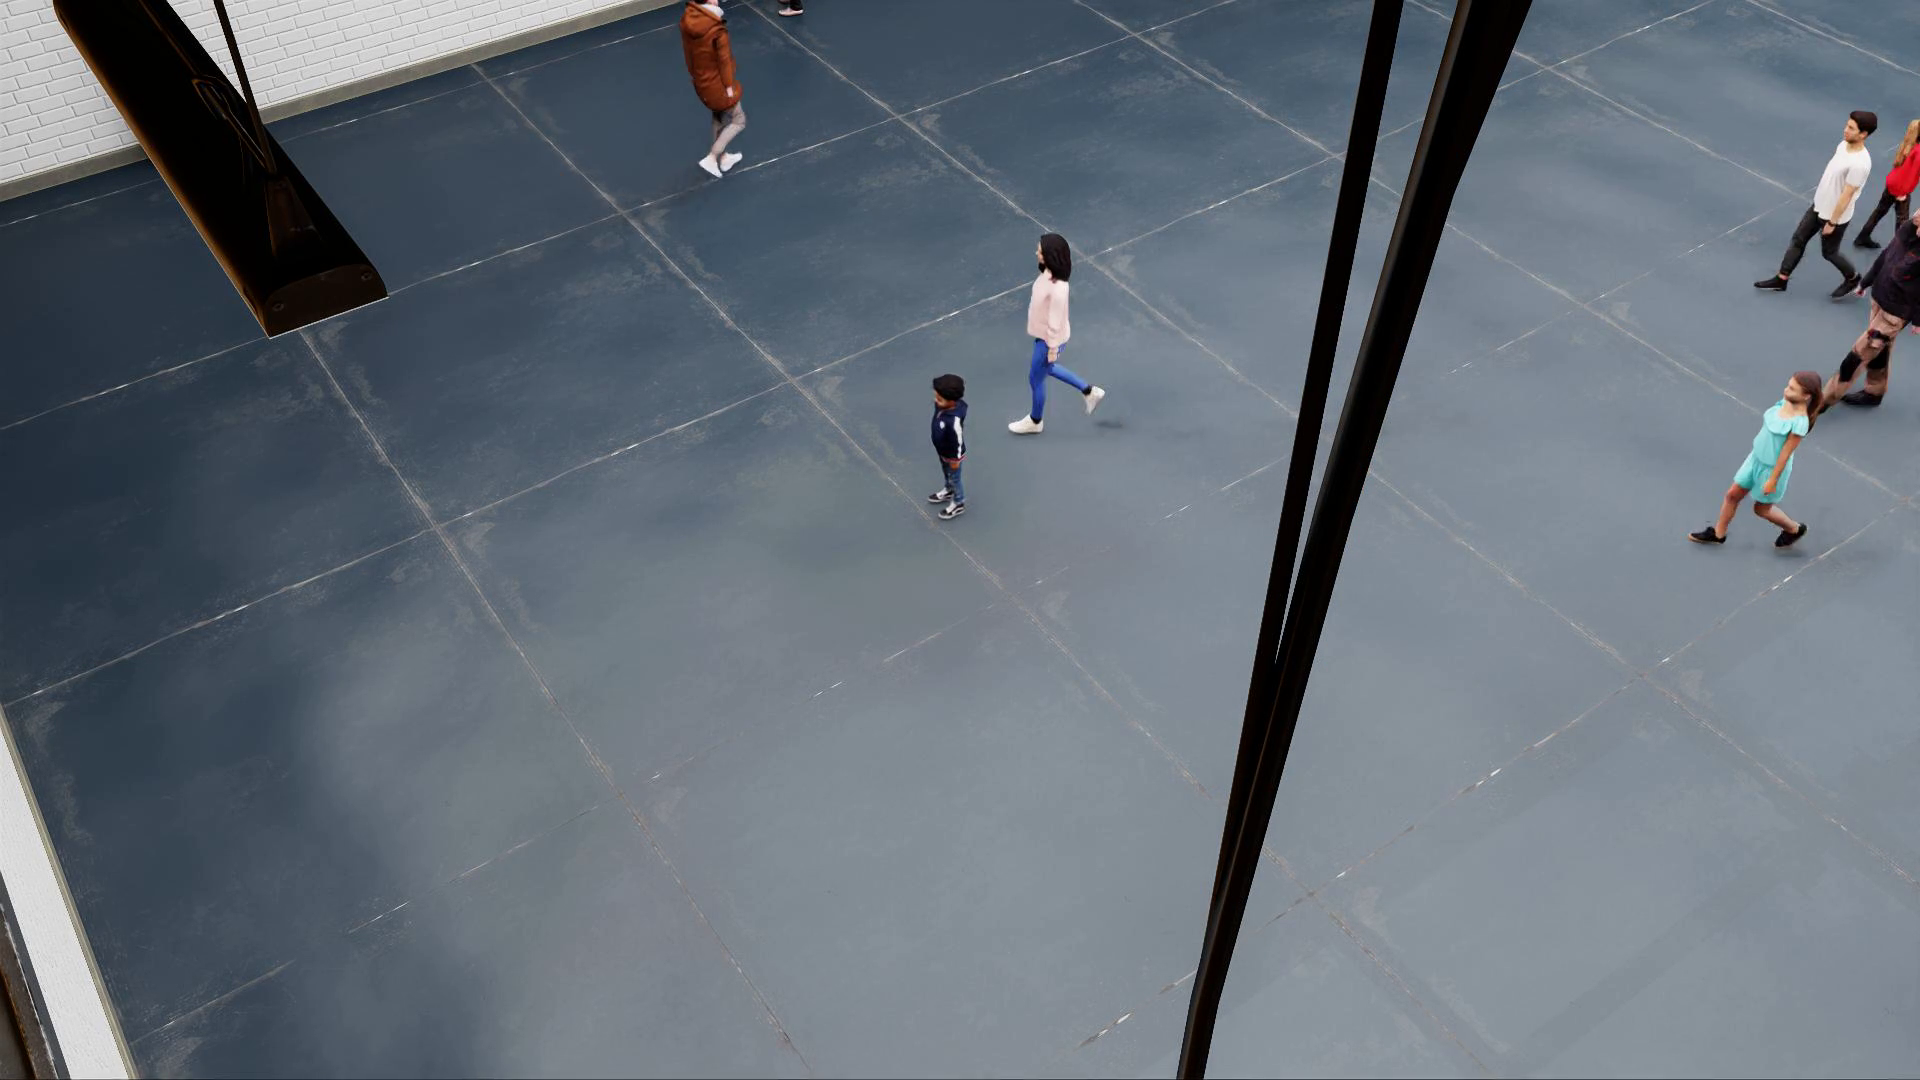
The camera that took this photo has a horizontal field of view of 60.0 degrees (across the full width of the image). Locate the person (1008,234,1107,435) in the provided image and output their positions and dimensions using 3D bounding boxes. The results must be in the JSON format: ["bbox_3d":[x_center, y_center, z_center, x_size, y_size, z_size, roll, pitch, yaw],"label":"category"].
[{"bbox_3d":[0.746,-1.495,12.267,1.094,1.754,0.967,-1,44,-1],"label":"person"}]

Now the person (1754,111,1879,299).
[{"bbox_3d":[7.216,-2.693,13.571,1.164,1.691,1.042,2,44,2],"label":"person"}]

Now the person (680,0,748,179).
[{"bbox_3d":[-2.242,-4.066,14.915,0.834,1.824,0.938,29,51,27],"label":"person"}]

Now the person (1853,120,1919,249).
[{"bbox_3d":[7.992,-3.026,14.227,0.832,1.267,0.772,8,44,8],"label":"person"}]

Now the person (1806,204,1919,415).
[{"bbox_3d":[7.045,-1.733,12.413,1.172,1.897,1.039,-2,44,-3],"label":"person"}]

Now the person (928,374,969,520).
[{"bbox_3d":[-0.073,-0.679,11.796,0.535,1.223,0.561,-16,46,-16],"label":"person"}]

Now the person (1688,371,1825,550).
[{"bbox_3d":[5.611,-0.499,11.379,1.045,1.537,0.935,3,44,4],"label":"person"}]

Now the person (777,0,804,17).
[{"bbox_3d":[-1.805,-6.319,17.444,0.829,1.597,0.795,-2,44,-2],"label":"person"}]
